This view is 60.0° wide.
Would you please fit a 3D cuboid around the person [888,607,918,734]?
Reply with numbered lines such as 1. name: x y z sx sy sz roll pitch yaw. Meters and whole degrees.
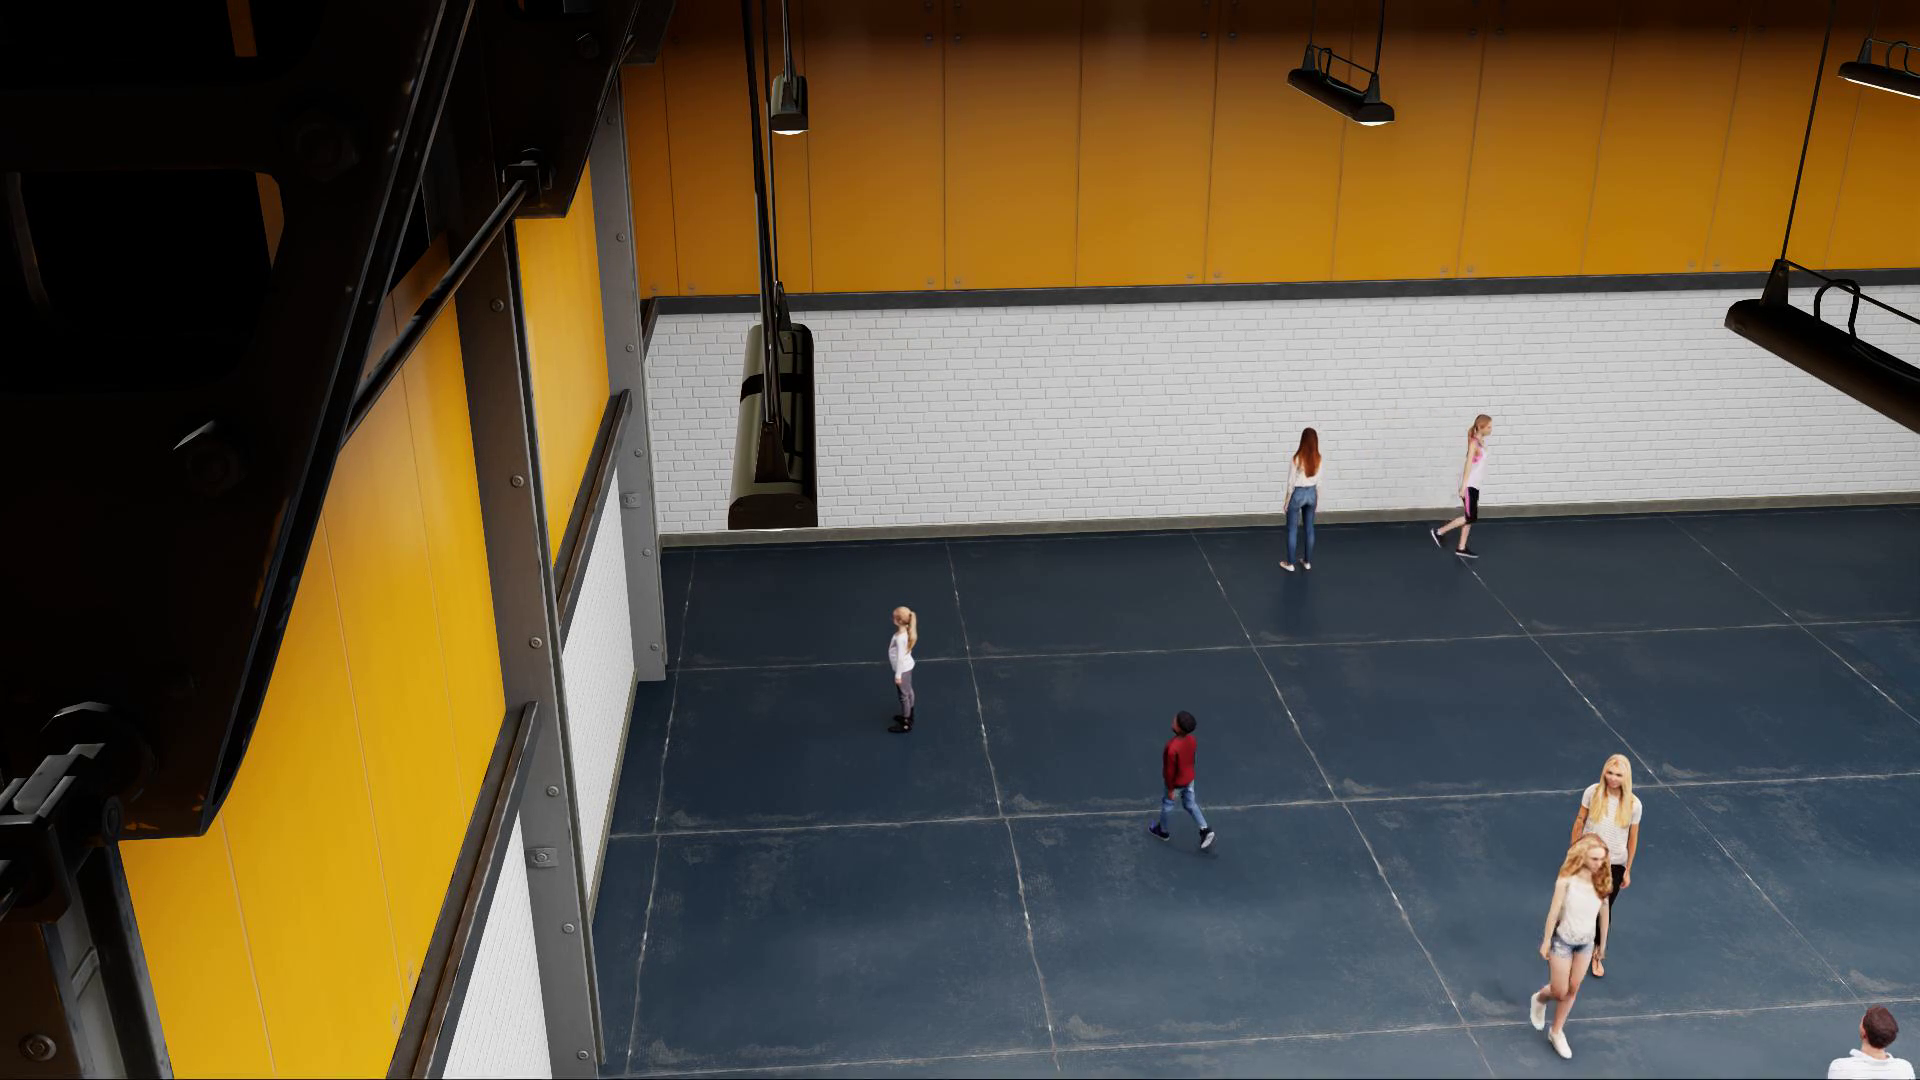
1. person: -0.526 1.207 15.694 0.608 1.279 0.513 5 24 12

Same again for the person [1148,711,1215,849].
1. person: 1.891 2.016 13.892 0.787 1.239 0.884 -21 31 -39

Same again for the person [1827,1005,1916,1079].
1. person: 5.200 3.520 9.689 0.644 1.850 0.542 -1 24 -3

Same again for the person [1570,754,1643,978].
1. person: 4.736 2.384 12.318 0.687 1.826 0.690 10 26 22

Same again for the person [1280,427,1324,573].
1. person: 3.917 -0.467 18.960 0.613 1.730 0.566 -6 24 -13

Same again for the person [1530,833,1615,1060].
1. person: 4.204 2.753 11.565 0.625 1.752 0.693 -4 24 -8

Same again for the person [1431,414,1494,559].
1. person: 5.816 -0.630 19.282 0.910 1.771 0.872 11 26 23
